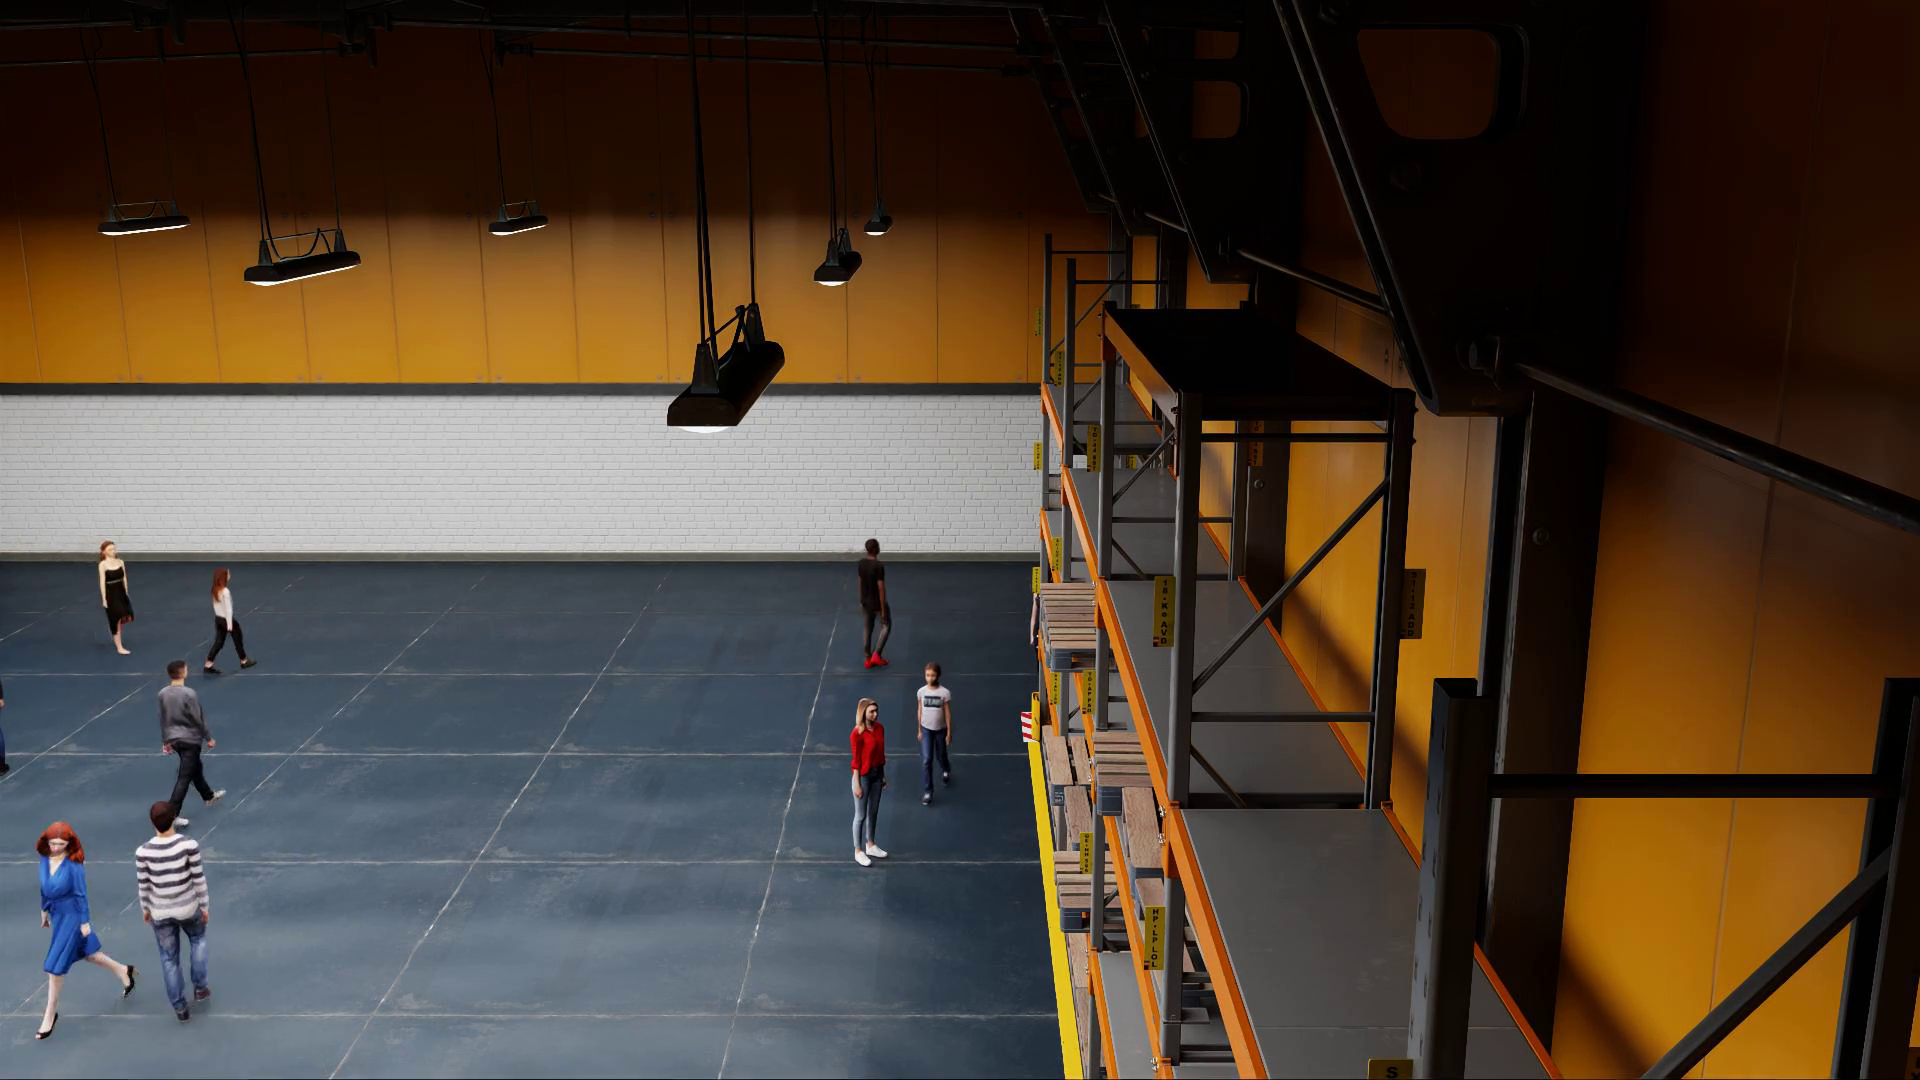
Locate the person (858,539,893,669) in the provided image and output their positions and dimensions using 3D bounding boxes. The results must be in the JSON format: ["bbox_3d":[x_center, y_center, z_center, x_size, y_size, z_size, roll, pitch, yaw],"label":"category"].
[{"bbox_3d":[-1.235,0.883,22.517,0.770,1.798,0.811,11,18,39],"label":"person"}]

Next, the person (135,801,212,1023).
[{"bbox_3d":[-6.379,3.049,13.500,0.796,1.832,0.833,-5,15,-20],"label":"person"}]

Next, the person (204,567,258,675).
[{"bbox_3d":[-9.920,1.114,22.295,0.900,1.454,1.047,9,16,34],"label":"person"}]

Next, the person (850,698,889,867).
[{"bbox_3d":[-0.920,2.376,16.547,0.742,1.705,0.657,11,17,38],"label":"person"}]

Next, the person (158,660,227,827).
[{"bbox_3d":[-8.152,2.161,17.410,0.881,1.718,1.248,4,14,17],"label":"person"}]

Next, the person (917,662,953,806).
[{"bbox_3d":[-0.265,2.061,18.204,0.662,1.539,1.021,3,14,11],"label":"person"}]

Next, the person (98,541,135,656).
[{"bbox_3d":[-11.886,0.796,23.268,0.825,1.613,0.808,8,16,28],"label":"person"}]

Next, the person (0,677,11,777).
[{"bbox_3d":[-11.041,1.824,18.744,0.713,1.745,0.731,-8,16,-29],"label":"person"}]

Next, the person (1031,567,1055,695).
[{"bbox_3d":[1.142,1.183,21.397,0.674,1.741,0.682,8,16,29],"label":"person"}]

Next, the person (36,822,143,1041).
[{"bbox_3d":[-7.126,3.087,13.469,1.007,1.773,1.230,8,16,31],"label":"person"}]
